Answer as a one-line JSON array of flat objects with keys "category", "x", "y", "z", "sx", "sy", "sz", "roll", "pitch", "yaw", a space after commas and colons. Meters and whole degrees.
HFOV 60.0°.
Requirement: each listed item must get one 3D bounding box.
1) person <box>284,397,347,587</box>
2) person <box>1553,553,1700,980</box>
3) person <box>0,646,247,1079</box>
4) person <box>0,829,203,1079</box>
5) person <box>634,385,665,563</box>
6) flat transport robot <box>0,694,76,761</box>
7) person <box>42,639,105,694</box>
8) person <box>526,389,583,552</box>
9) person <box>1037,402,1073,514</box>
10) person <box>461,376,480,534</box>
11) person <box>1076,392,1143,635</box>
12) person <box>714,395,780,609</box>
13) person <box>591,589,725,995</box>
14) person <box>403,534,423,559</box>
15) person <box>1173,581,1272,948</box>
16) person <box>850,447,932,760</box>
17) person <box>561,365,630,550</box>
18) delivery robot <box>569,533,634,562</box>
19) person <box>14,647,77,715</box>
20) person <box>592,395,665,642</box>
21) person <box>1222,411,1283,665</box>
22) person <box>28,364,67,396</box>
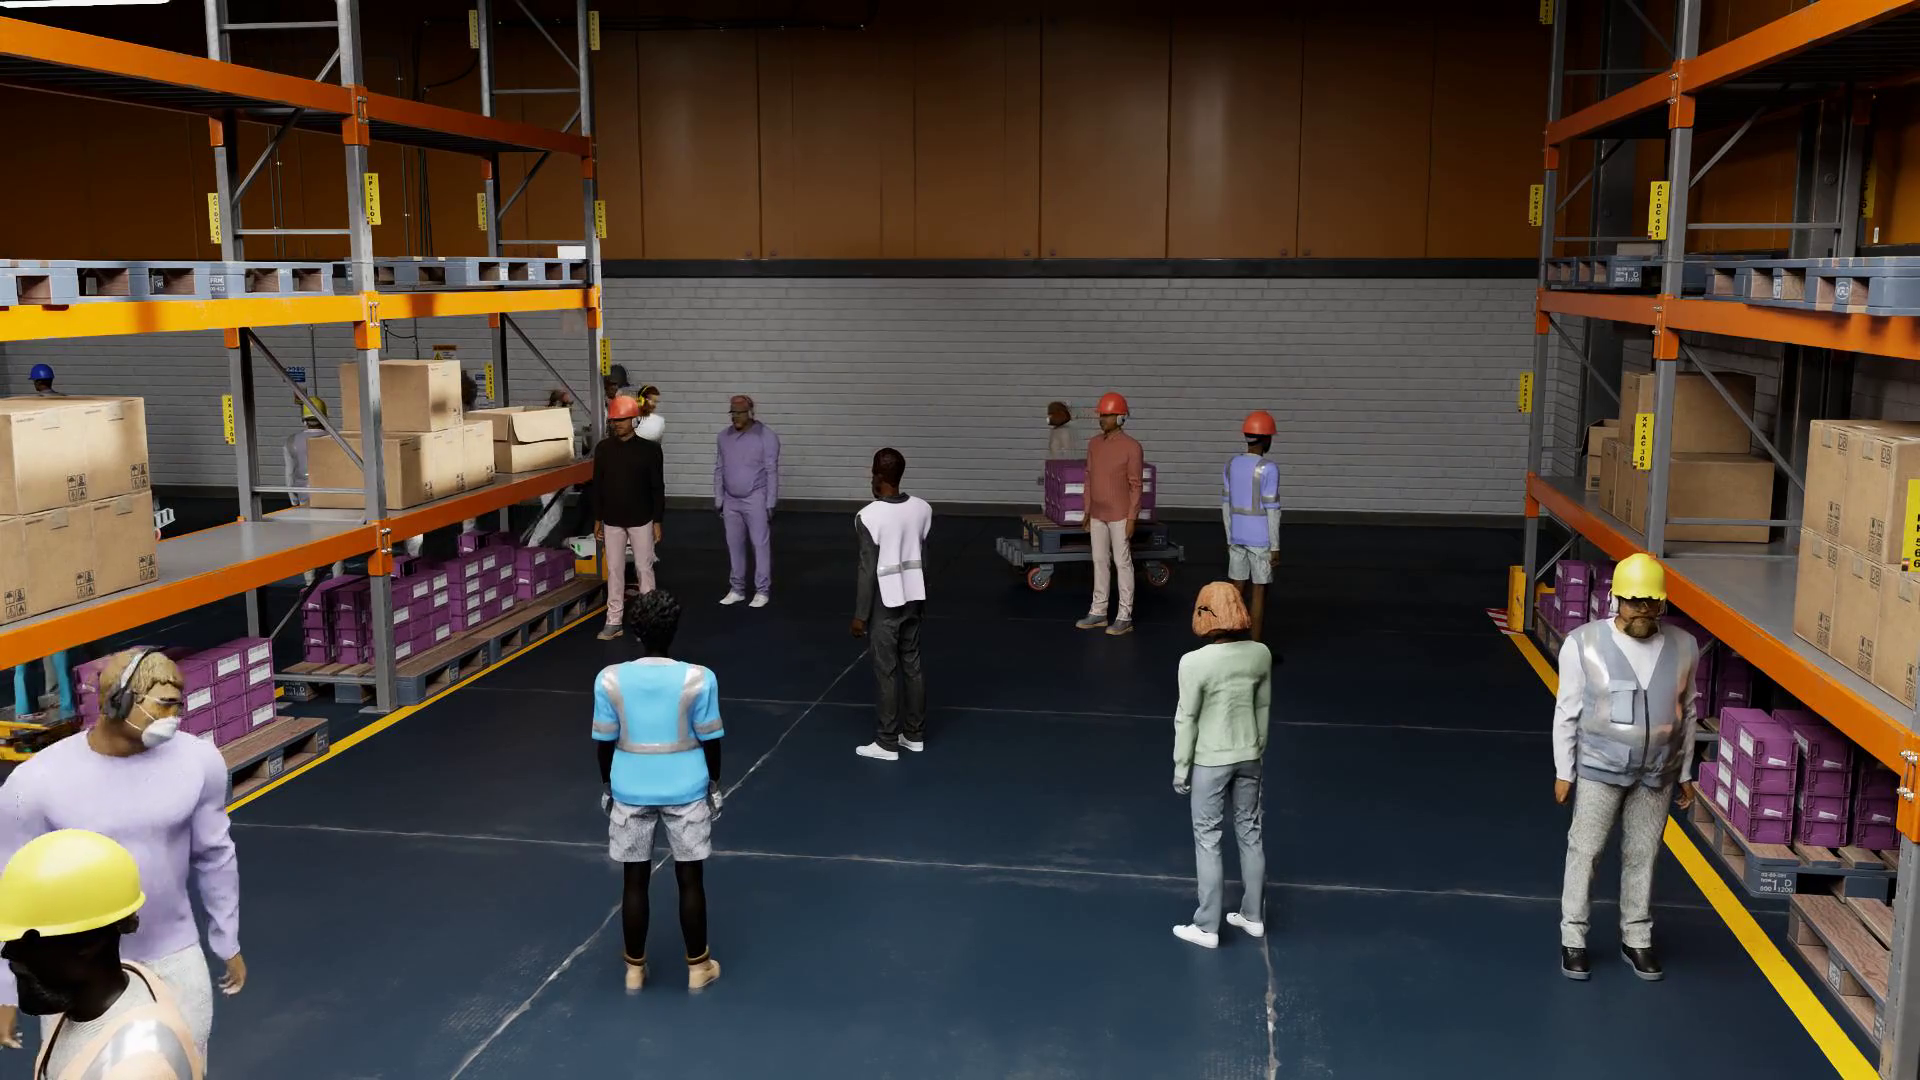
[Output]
[{"category": "person", "x": -5.887, "y": -0.401, "z": 15.344, "sx": 0.599, "sy": 1.836, "sz": 0.404, "roll": 0, "pitch": 9, "yaw": -2}, {"category": "person", "x": 2.805, "y": 0.954, "z": 7.002, "sx": 0.601, "sy": 1.830, "sz": 0.403, "roll": 0, "pitch": 9, "yaw": 1}, {"category": "person", "x": -2.553, "y": 1.259, "z": 4.965, "sx": 0.765, "sy": 1.909, "sz": 0.414, "roll": -7, "pitch": 12, "yaw": -37}, {"category": "person", "x": -1.676, "y": 1.504, "z": 3.322, "sx": 0.388, "sy": 1.927, "sz": 0.589, "roll": -6, "pitch": 11, "yaw": -35}, {"category": "person", "x": -3.342, "y": -0.713, "z": 17.357, "sx": 0.550, "sy": 1.814, "sz": 0.994, "roll": -4, "pitch": 10, "yaw": -23}, {"category": "flat transport robot", "x": -5.682, "y": 1.128, "z": 10.729, "sx": 0.652, "sy": 0.197, "sz": 1.431, "roll": 3, "pitch": 10, "yaw": 15}, {"category": "person", "x": -6.030, "y": 0.243, "z": 11.163, "sx": 0.598, "sy": 1.906, "sz": 0.643, "roll": -1, "pitch": 9, "yaw": -7}, {"category": "person", "x": -4.092, "y": -0.617, "z": 16.805, "sx": 0.467, "sy": 1.807, "sz": 0.661, "roll": 3, "pitch": 10, "yaw": 15}, {"category": "person", "x": 0.973, "y": -0.648, "z": 17.585, "sx": 0.705, "sy": 1.610, "sz": 0.515, "roll": -1, "pitch": 9, "yaw": -8}, {"category": "person", "x": -5.395, "y": -0.874, "z": 18.239, "sx": 0.394, "sy": 1.856, "sz": 0.593, "roll": 1, "pitch": 9, "yaw": 6}, {"category": "person", "x": 1.244, "y": -0.222, "z": 13.753, "sx": 0.375, "sy": 1.997, "sz": 0.612, "roll": -8, "pitch": 12, "yaw": -41}, {"category": "person", "x": -1.923, "y": -0.346, "z": 14.841, "sx": 0.646, "sy": 1.897, "sz": 0.406, "roll": 4, "pitch": 10, "yaw": 24}, {"category": "person", "x": -1.234, "y": 1.042, "z": 6.875, "sx": 0.540, "sy": 1.696, "sz": 0.317, "roll": 0, "pitch": 9, "yaw": 0}, {"category": "person", "x": -5.462, "y": -0.556, "z": 16.312, "sx": 0.429, "sy": 1.838, "sz": 0.622, "roll": -4, "pitch": 10, "yaw": -21}, {"category": "person", "x": 1.168, "y": 0.993, "z": 7.414, "sx": 0.498, "sy": 1.626, "sz": 0.289, "roll": -5, "pitch": 11, "yaw": -29}, {"category": "person", "x": -0.412, "y": 0.392, "z": 10.203, "sx": 0.392, "sy": 1.920, "sz": 0.587, "roll": 8, "pitch": 12, "yaw": 42}, {"category": "person", "x": -3.791, "y": -0.895, "z": 17.769, "sx": 0.617, "sy": 2.000, "sz": 0.881, "roll": 4, "pitch": 10, "yaw": 25}, {"category": "delivery robot", "x": -3.405, "y": 0.065, "z": 16.129, "sx": 0.707, "sy": 0.478, "sz": 0.477, "roll": -4, "pitch": 10, "yaw": -26}, {"category": "person", "x": -5.706, "y": 0.406, "z": 10.339, "sx": 0.566, "sy": 1.844, "sz": 0.381, "roll": -3, "pitch": 10, "yaw": -18}, {"category": "person", "x": -2.685, "y": -0.170, "z": 13.435, "sx": 0.611, "sy": 1.996, "sz": 0.379, "roll": 2, "pitch": 9, "yaw": 11}, {"category": "person", "x": 2.249, "y": -0.014, "z": 12.653, "sx": 0.367, "sy": 1.934, "sz": 0.553, "roll": -6, "pitch": 11, "yaw": -34}, {"category": "person", "x": -10.275, "y": -1.016, "z": 18.801, "sx": 0.406, "sy": 1.945, "sz": 0.614, "roll": 1, "pitch": 9, "yaw": 7}]
